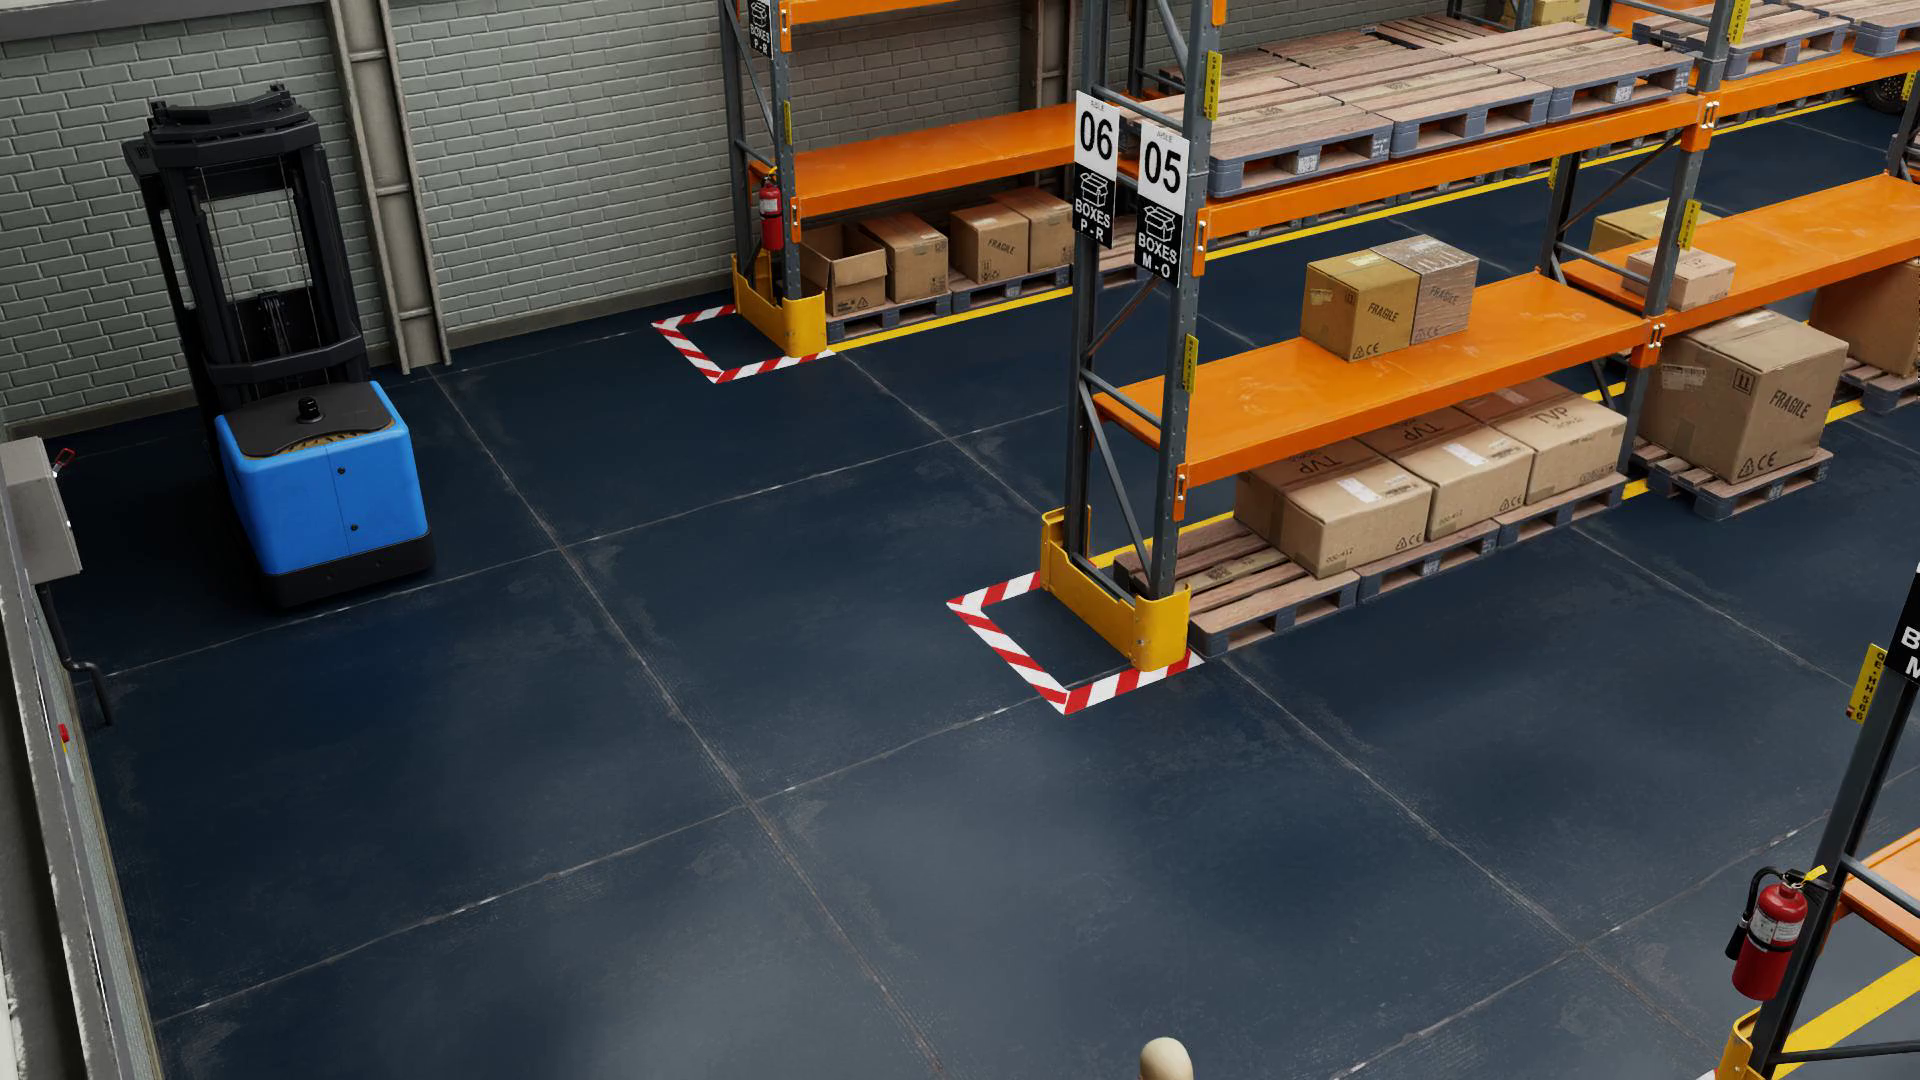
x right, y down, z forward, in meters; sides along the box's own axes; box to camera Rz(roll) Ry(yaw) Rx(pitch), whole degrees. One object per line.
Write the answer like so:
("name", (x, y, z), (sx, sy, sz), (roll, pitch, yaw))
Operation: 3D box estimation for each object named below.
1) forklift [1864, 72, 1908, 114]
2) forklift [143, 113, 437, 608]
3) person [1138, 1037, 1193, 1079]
("forklift", (11.468, -5.645, 18.244), (1.214, 2.155, 2.313), (-17, 36, -26))
("forklift", (-4.289, -1.259, 10.509), (1.129, 2.768, 1.873), (-17, 36, -26))
("person", (0.627, 2.347, 5.692), (0.587, 1.799, 0.395), (-12, 34, -19))
